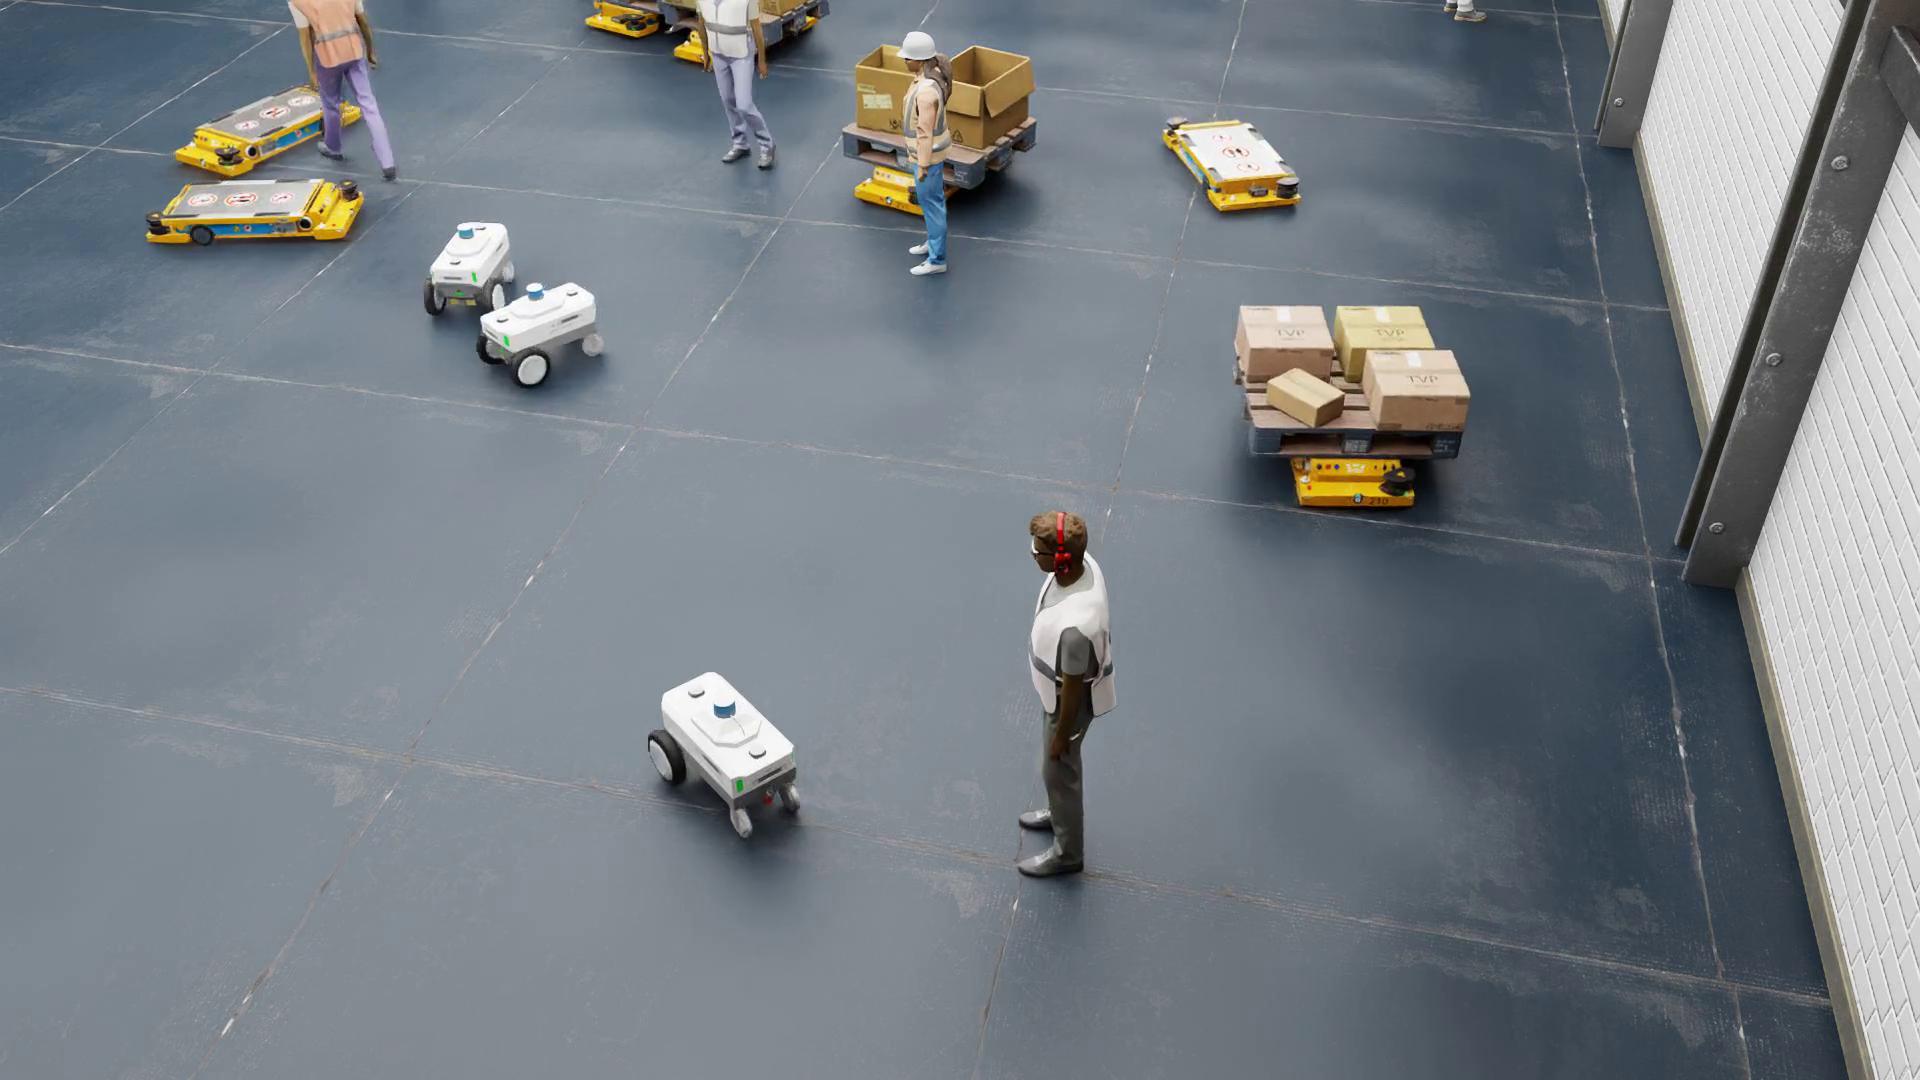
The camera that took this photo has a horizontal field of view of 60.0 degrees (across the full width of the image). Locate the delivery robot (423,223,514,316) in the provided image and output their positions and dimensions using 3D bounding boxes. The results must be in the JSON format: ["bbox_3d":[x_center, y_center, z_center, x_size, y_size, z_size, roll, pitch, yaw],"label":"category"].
[{"bbox_3d":[-3.382,-1.880,11.501,0.499,0.601,0.775,4,37,5],"label":"delivery robot"}]

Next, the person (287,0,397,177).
[{"bbox_3d":[-4.834,-3.750,12.970,0.610,1.794,0.893,-28,45,-32],"label":"person"}]

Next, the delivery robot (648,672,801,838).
[{"bbox_3d":[-1.074,0.946,7.699,0.499,0.577,0.769,-26,44,-30],"label":"delivery robot"}]

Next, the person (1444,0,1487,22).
[{"bbox_3d":[4.926,-5.903,15.772,0.356,1.882,0.572,-4,37,-6],"label":"person"}]

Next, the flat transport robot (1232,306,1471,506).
[{"bbox_3d":[2.300,-0.682,10.131,0.659,0.231,1.431,0,37,1],"label":"flat transport robot"}]

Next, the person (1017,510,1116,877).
[{"bbox_3d":[0.456,0.651,7.047,0.405,1.830,0.570,0,37,0],"label":"person"}]

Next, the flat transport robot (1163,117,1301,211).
[{"bbox_3d":[2.152,-3.021,13.262,0.659,0.231,1.431,-7,37,-10],"label":"flat transport robot"}]

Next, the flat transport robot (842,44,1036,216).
[{"bbox_3d":[-0.164,-2.983,13.210,0.659,0.231,1.431,20,41,25],"label":"flat transport robot"}]

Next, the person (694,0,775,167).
[{"bbox_3d":[-1.779,-3.784,12.998,0.602,1.814,0.449,16,40,20],"label":"person"}]

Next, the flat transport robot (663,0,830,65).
[{"bbox_3d":[-1.993,-4.785,15.622,0.659,0.231,1.431,19,41,23],"label":"flat transport robot"}]

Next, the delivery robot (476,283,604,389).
[{"bbox_3d":[-2.740,-1.381,10.814,0.753,0.579,0.499,-29,46,-33],"label":"delivery robot"}]

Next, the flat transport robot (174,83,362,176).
[{"bbox_3d":[-5.709,-3.410,13.782,0.659,0.231,1.431,19,41,23],"label":"flat transport robot"}]

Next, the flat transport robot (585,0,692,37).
[{"bbox_3d":[-2.934,-5.252,16.247,0.659,0.231,1.431,20,41,25],"label":"flat transport robot"}]

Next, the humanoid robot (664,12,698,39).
[{"bbox_3d":[-2.523,-5.469,15.203,0.533,1.673,0.735,17,40,21],"label":"humanoid robot"}]

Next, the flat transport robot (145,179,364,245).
[{"bbox_3d":[-5.304,-2.473,12.529,1.431,0.231,0.659,-2,37,-3],"label":"flat transport robot"}]

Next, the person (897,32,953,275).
[{"bbox_3d":[-0.237,-2.702,11.624,0.379,1.721,0.487,-1,37,-1],"label":"person"}]
